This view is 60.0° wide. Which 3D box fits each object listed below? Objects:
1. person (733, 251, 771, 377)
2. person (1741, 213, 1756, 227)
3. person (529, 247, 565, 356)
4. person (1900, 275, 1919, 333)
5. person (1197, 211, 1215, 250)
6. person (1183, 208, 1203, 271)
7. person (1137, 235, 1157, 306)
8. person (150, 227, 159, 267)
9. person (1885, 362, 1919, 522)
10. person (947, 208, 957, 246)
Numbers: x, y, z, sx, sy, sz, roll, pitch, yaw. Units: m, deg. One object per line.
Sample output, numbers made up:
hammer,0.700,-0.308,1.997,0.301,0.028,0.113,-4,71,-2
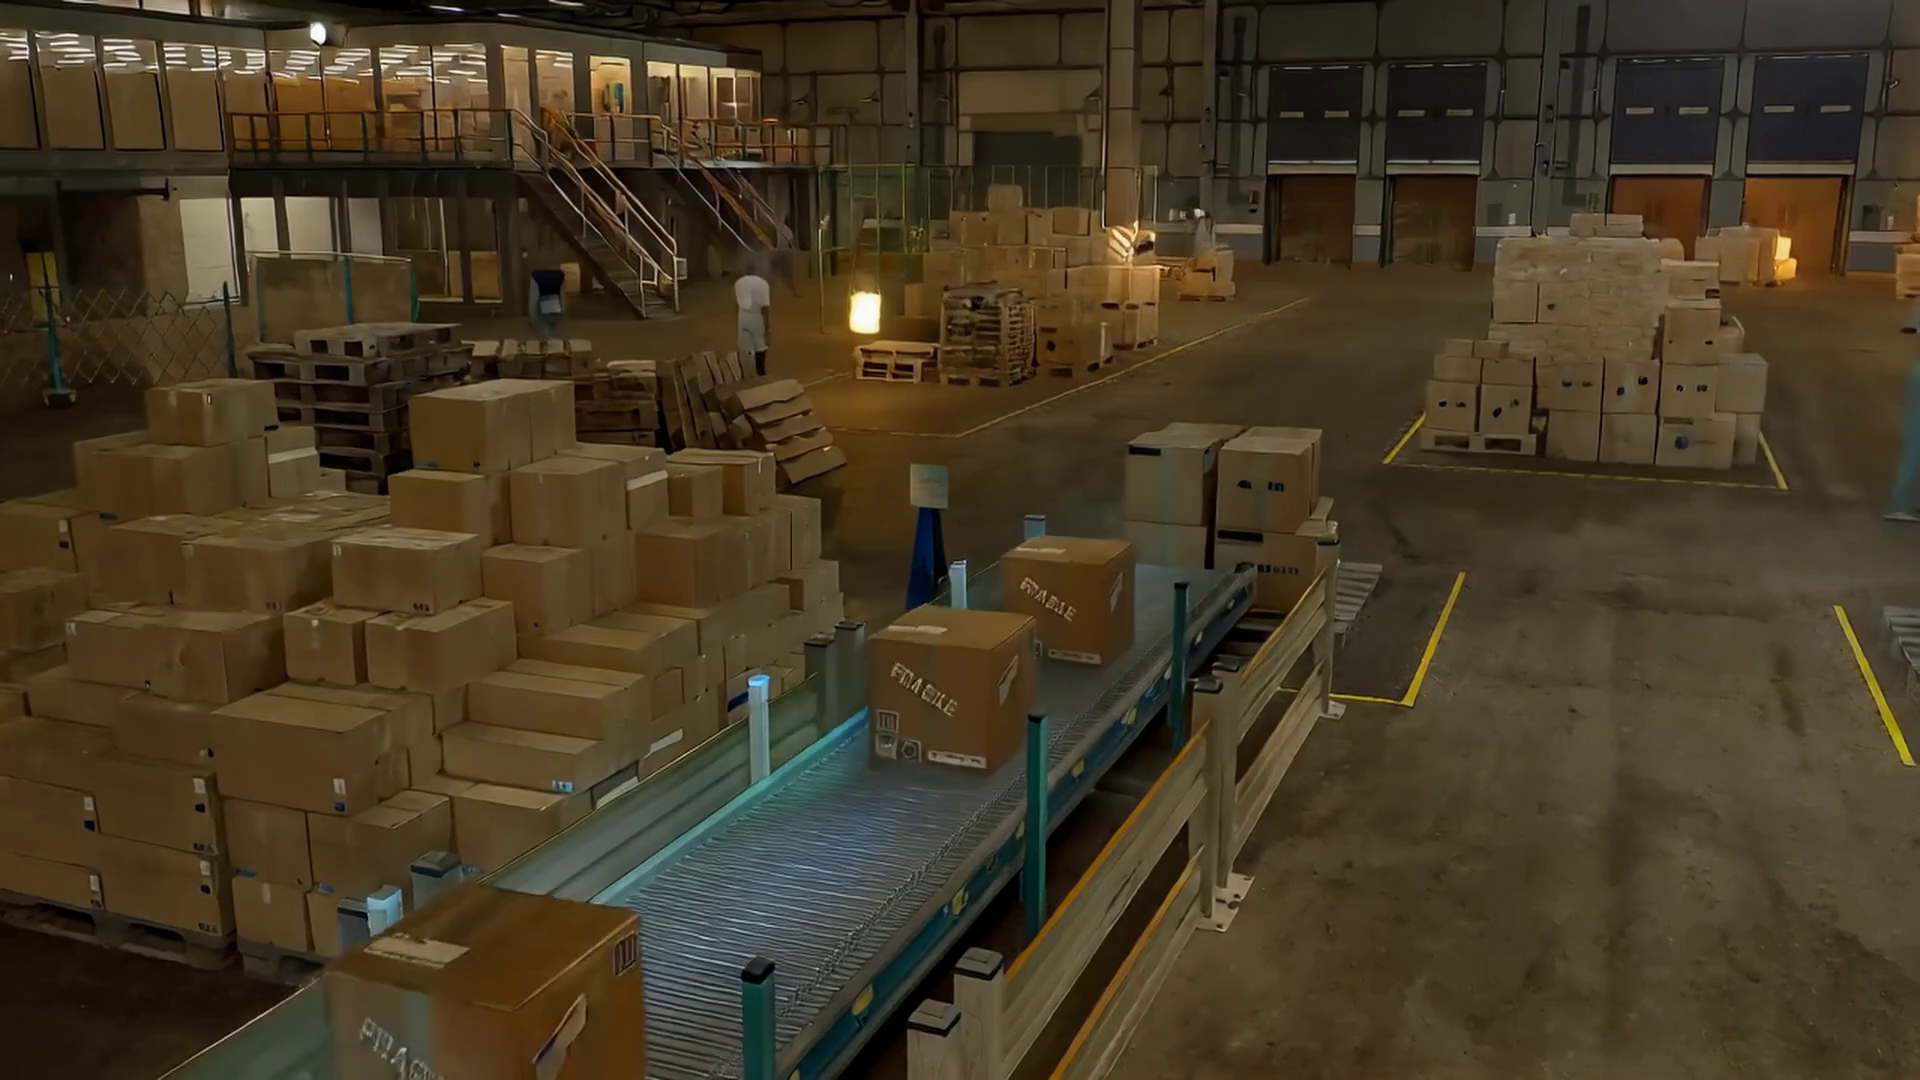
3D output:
person,-2.717,-2.830,21.949,0.612,1.961,0.368,10,16,39
person,21.635,-8.046,45.657,0.645,1.829,0.648,1,13,4
person,-6.004,-3.329,24.342,0.600,1.897,0.607,10,16,38
person,17.922,-4.701,30.624,0.581,1.853,0.904,-7,14,-29
person,7.216,-8.745,48.877,0.616,1.800,0.965,-3,13,-13
person,6.683,-8.557,47.766,0.600,1.895,0.700,1,13,3
person,3.673,-5.101,32.638,0.492,1.742,0.321,-9,15,-35
person,-21.284,-7.564,44.023,0.871,1.584,0.515,5,14,21
person,8.357,-0.996,14.223,0.684,1.742,0.546,7,14,27
person,-0.259,-8.679,48.348,0.923,1.899,0.548,-12,17,-42
